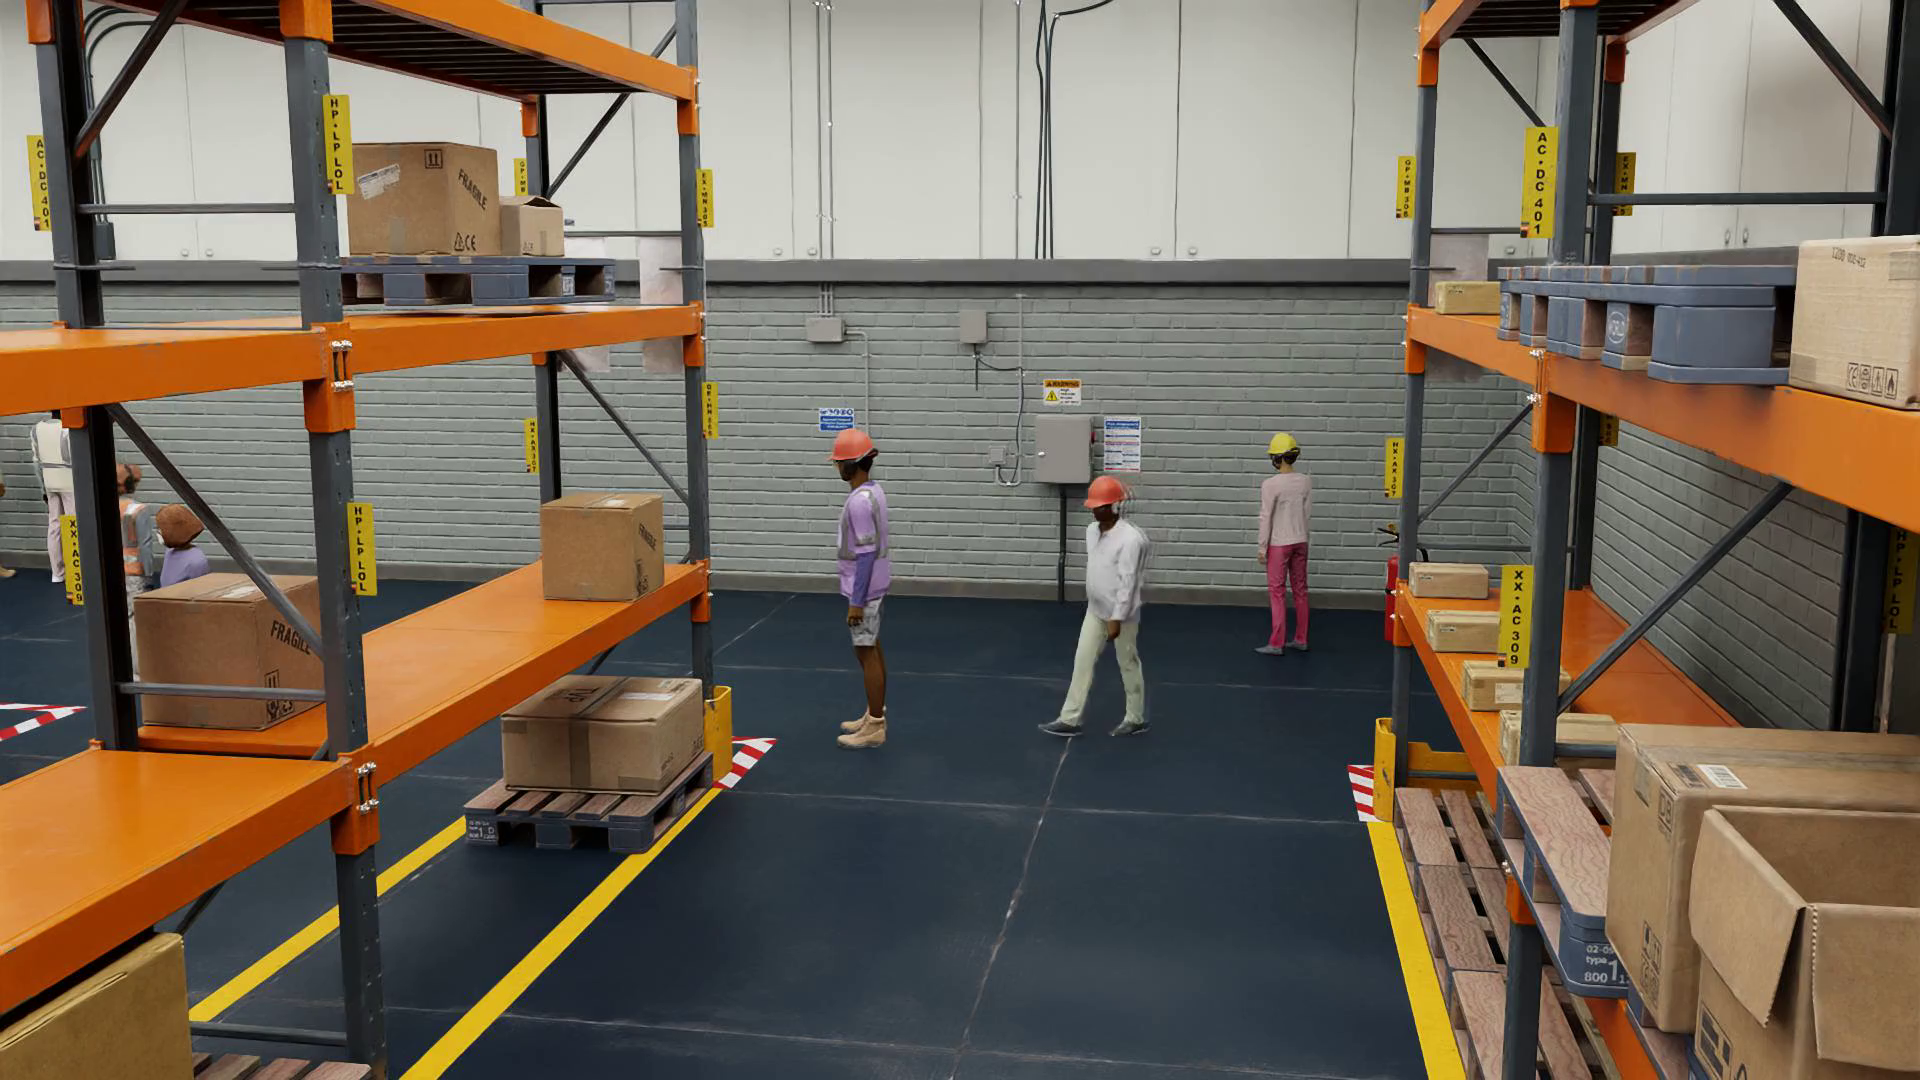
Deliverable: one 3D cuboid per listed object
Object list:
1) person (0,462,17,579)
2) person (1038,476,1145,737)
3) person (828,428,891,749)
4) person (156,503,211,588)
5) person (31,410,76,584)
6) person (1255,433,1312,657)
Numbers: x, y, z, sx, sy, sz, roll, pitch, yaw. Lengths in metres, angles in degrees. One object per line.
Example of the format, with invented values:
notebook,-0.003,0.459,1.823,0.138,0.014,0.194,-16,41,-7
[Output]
person,-9.626,-0.610,16.280,0.605,2.034,0.392,2,9,11
person,0.886,0.451,10.693,0.806,1.713,0.567,-6,11,-35
person,-0.643,0.309,10.593,0.394,2.040,0.610,1,9,4
person,-4.714,0.586,10.136,0.499,1.633,0.279,8,12,42
person,-8.646,-0.524,16.068,0.587,1.930,0.356,2,9,13
person,2.556,0.034,13.167,0.522,1.758,0.350,-6,11,-35
